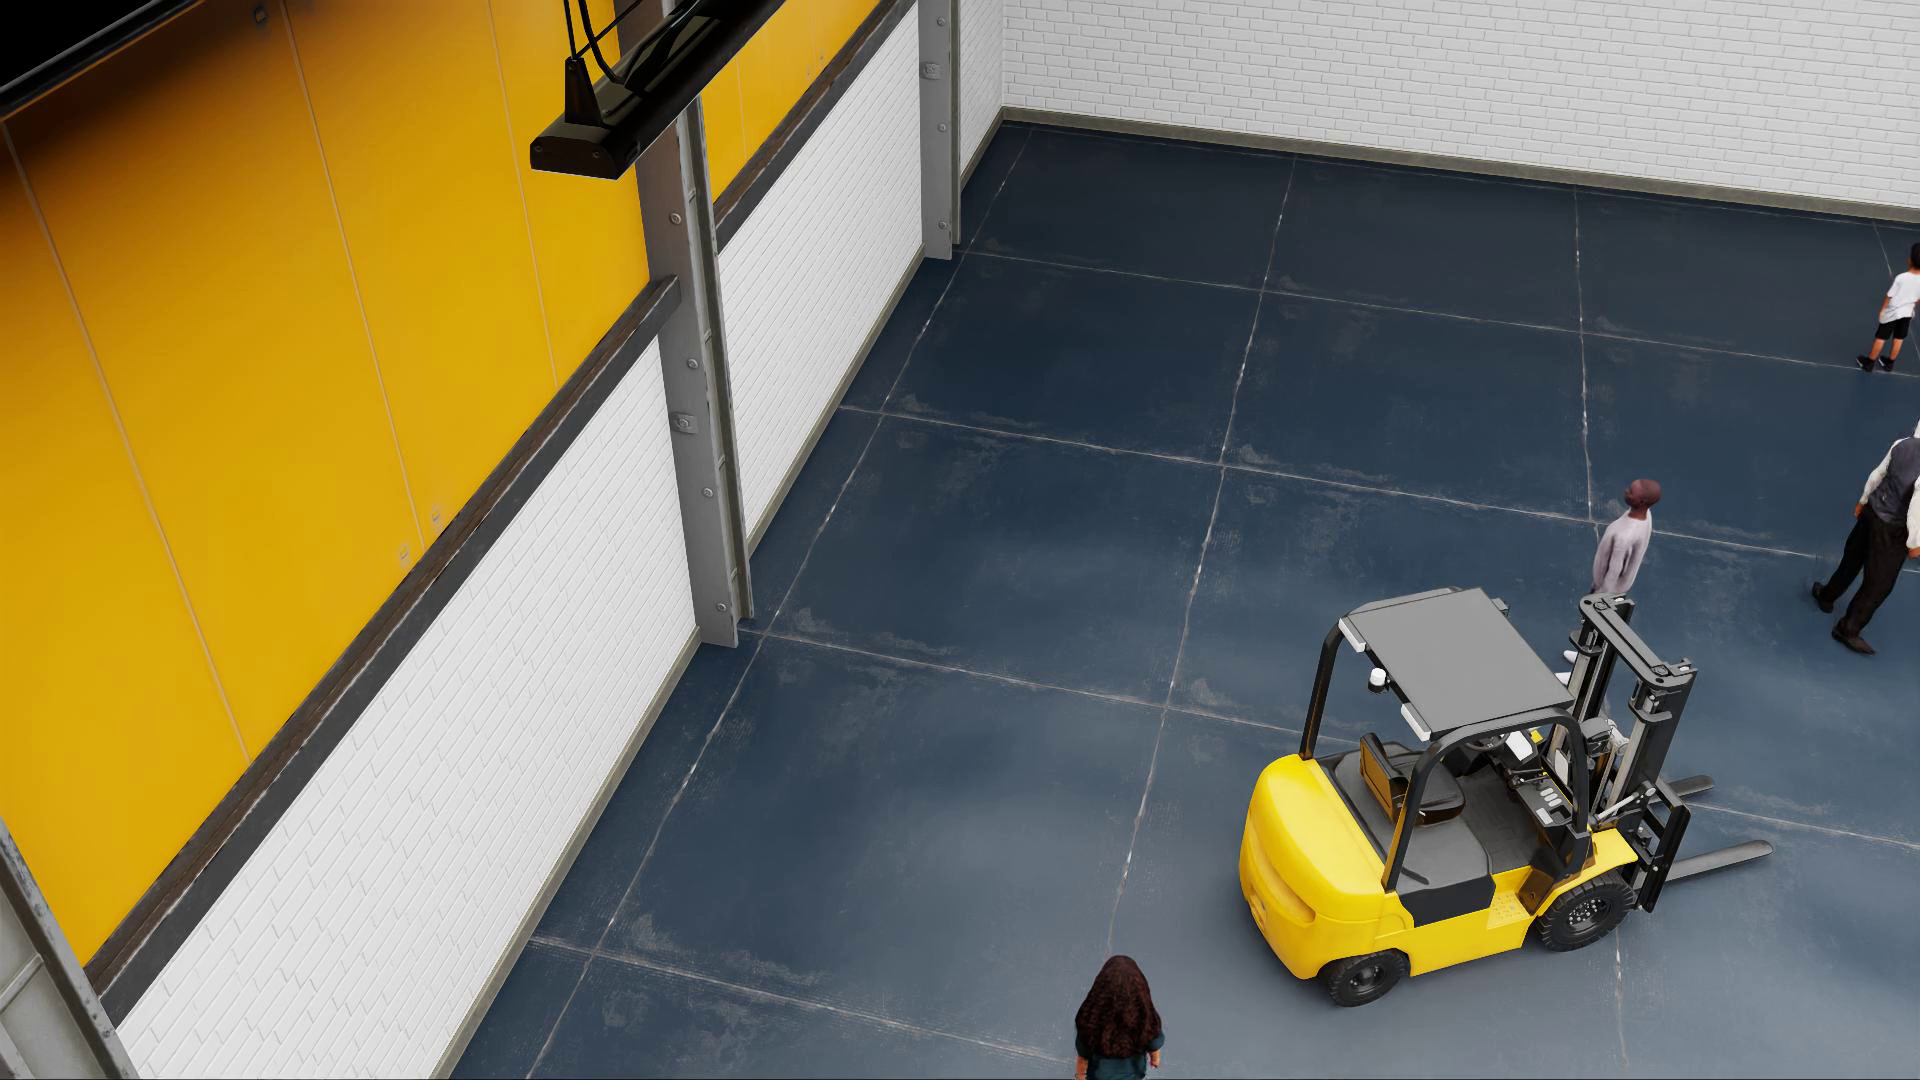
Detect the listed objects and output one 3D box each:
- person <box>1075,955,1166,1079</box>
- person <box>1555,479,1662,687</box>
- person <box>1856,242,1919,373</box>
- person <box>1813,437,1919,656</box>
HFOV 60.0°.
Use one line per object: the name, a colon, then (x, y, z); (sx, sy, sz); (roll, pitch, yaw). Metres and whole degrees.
person: (0.787, 2.787, 8.462); (0.624, 1.583, 0.994); (8, 39, 10)
person: (4.496, 0.295, 11.433); (0.727, 1.770, 0.567); (20, 43, 23)
person: (8.366, -2.062, 14.795); (0.542, 1.257, 0.558); (0, 39, 0)
person: (6.561, -0.144, 11.882); (1.090, 1.895, 0.709); (-8, 39, -10)
